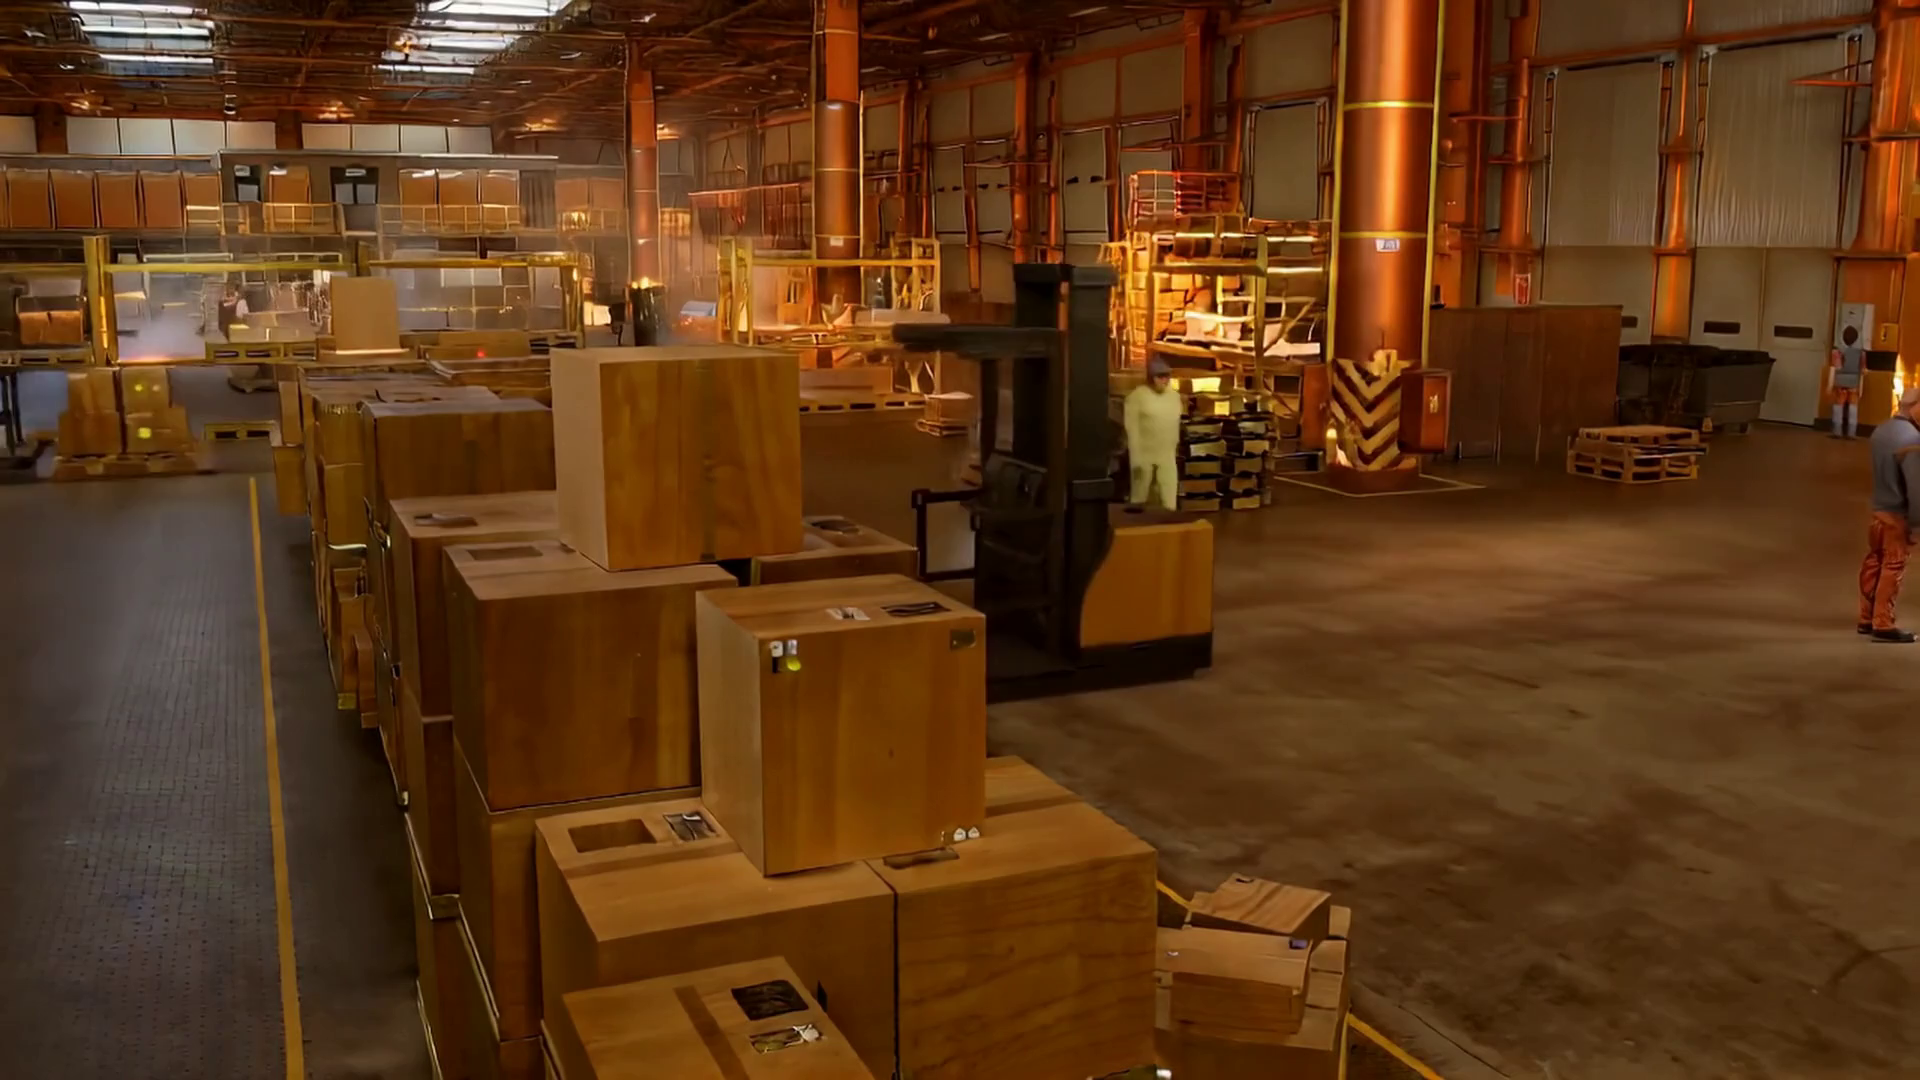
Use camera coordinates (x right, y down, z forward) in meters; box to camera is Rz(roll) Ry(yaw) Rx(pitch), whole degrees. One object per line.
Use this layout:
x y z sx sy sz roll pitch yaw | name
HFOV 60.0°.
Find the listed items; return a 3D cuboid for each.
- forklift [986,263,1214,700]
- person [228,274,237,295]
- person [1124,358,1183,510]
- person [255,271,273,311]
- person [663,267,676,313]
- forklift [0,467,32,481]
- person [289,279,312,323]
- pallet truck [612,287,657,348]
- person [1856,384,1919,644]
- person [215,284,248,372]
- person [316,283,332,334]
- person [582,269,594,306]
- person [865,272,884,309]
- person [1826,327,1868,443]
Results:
0.705 -0.473 11.293 1.873 2.768 1.129 -4 11 -23 | forklift
-23.714 -7.787 54.473 0.978 1.833 0.608 -5 12 -28 | person
1.763 -0.763 15.612 0.623 1.910 0.871 -4 11 -23 | person
-22.713 -7.768 54.102 1.072 1.923 0.637 -9 13 -40 | person
-11.730 -10.096 67.190 0.516 1.841 0.326 2 10 10 | person
-12.593 -2.110 20.316 1.873 2.768 1.129 -4 11 -23 | forklift
-17.208 -5.833 43.402 0.391 1.949 0.602 9 14 42 | person
-6.464 -4.406 35.401 0.823 1.965 1.885 6 12 32 | pallet truck
6.963 -0.194 12.386 0.377 1.931 0.636 0 10 0 | person
-16.474 -4.818 37.557 0.692 2.000 1.042 1 10 7 | person
-15.853 -5.505 41.773 0.347 1.884 0.584 8 13 39 | person
-13.310 -8.700 59.347 0.582 1.903 0.406 8 13 37 | person
-3.000 -8.509 58.504 0.654 1.816 0.635 -3 11 -16 | person
13.052 -2.275 24.485 0.533 1.697 0.319 -1 10 -4 | person
